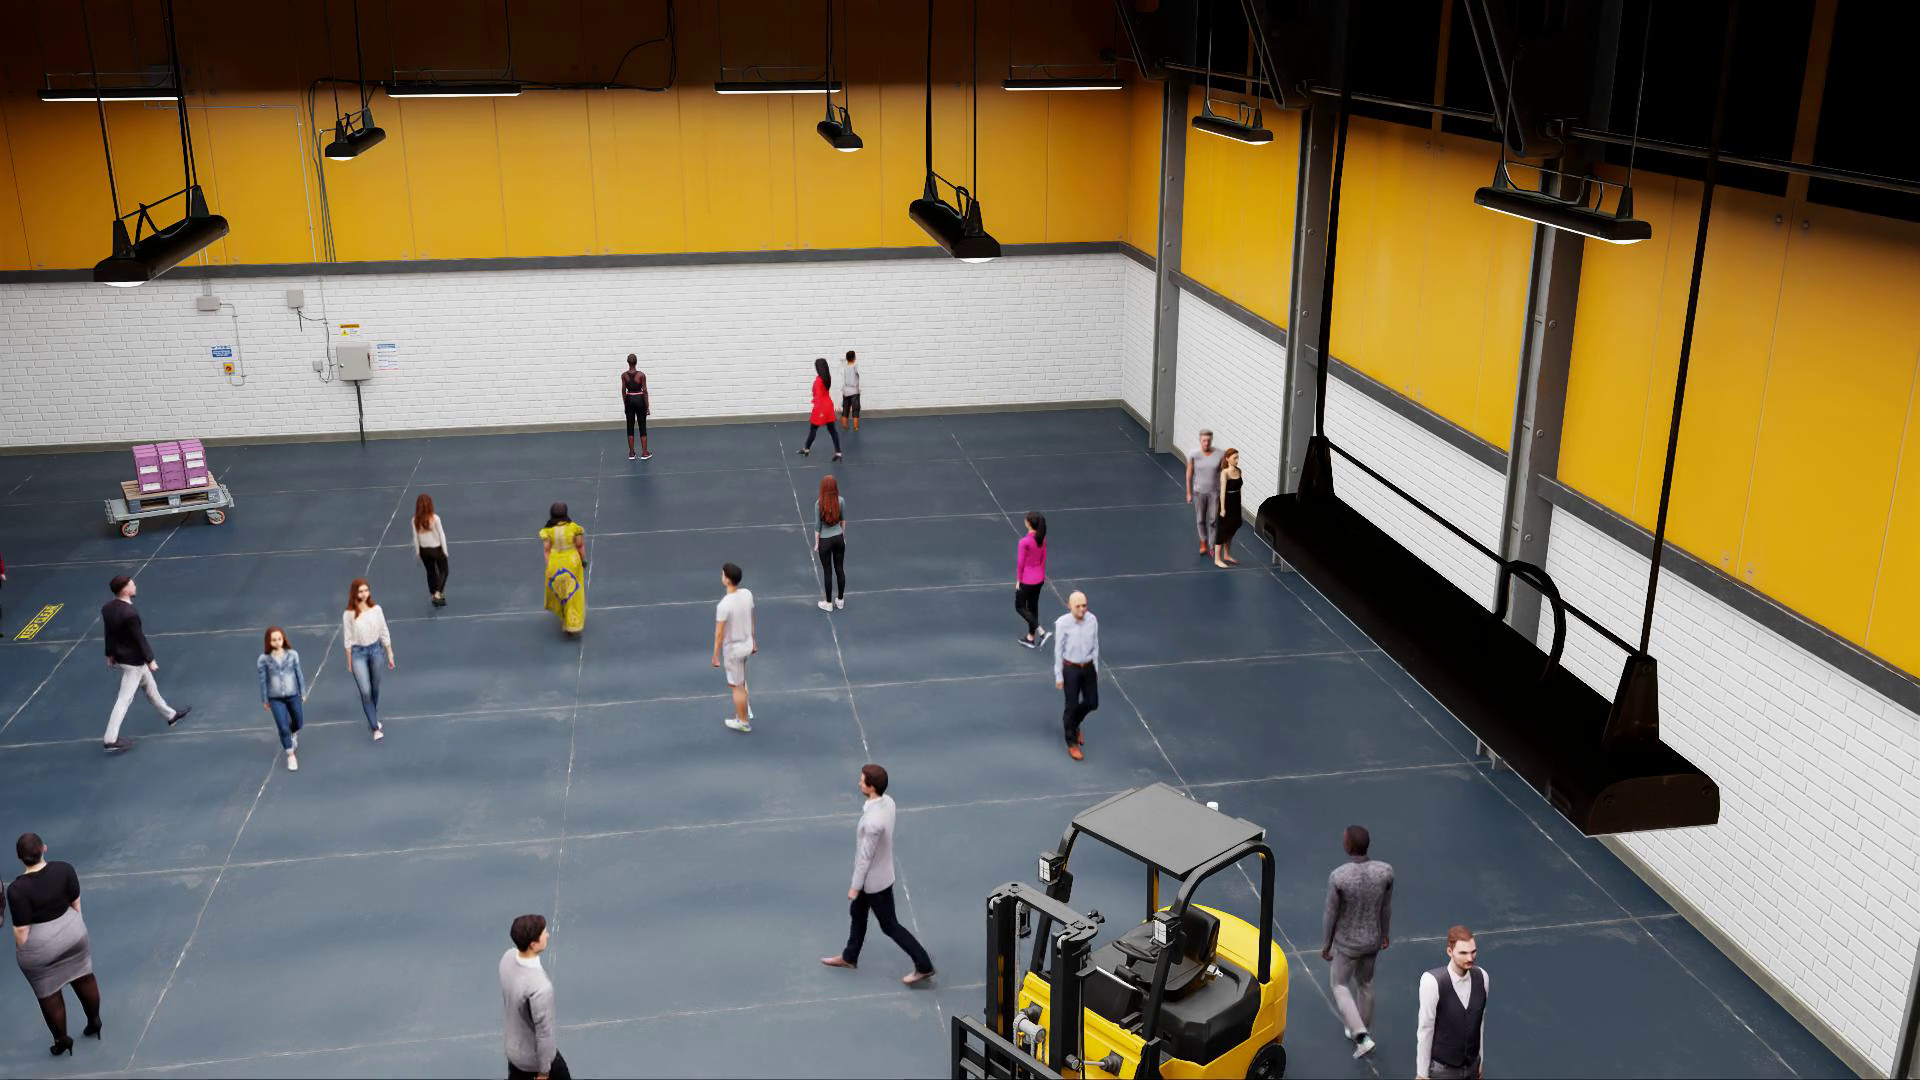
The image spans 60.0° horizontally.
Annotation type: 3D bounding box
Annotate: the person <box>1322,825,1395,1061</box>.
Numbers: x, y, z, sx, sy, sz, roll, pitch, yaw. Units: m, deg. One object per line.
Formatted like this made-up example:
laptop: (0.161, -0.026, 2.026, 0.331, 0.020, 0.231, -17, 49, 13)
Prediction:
person: (2.885, 2.947, 11.980, 0.745, 1.816, 0.833, -3, 19, -10)

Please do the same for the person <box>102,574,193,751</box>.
person: (-8.550, 1.285, 16.965, 1.241, 1.784, 1.285, 13, 23, 35)

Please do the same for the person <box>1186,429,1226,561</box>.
person: (3.372, -0.673, 22.757, 0.859, 1.798, 0.942, 2, 19, 7)

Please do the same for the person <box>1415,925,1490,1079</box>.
person: (3.132, 3.328, 10.656, 0.694, 1.939, 0.606, -6, 20, -18)

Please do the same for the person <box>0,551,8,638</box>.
person: (-11.562, 0.448, 19.671, 0.583, 1.643, 0.675, -4, 19, -11)

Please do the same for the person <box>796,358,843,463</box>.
person: (-2.139, -2.077, 27.074, 1.046, 1.703, 1.070, 9, 21, 25)

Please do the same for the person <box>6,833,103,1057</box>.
person: (-6.597, 2.933, 12.113, 0.835, 1.757, 0.770, 12, 22, 31)

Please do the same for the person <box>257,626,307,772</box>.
person: (-6.790, 1.551, 16.678, 0.722, 1.464, 0.867, -10, 21, -28)

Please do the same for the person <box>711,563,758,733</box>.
person: (-2.250, 1.140, 17.297, 0.890, 1.846, 0.810, 10, 21, 28)

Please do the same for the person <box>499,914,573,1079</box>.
person: (-2.854, 3.325, 10.753, 1.219, 1.883, 1.193, 18, 25, 42)

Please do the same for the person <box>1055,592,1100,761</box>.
person: (1.157, 1.324, 16.857, 0.738, 1.778, 0.789, -7, 20, -21)

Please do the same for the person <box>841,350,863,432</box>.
person: (-1.915, -2.666, 29.222, 0.644, 1.449, 0.656, 8, 20, 21)

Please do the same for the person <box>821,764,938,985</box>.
person: (-0.568, 2.630, 12.915, 0.950, 1.819, 1.198, 2, 19, 5)

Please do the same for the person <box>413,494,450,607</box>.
person: (-6.621, 0.155, 20.798, 0.684, 1.478, 0.738, 2, 19, 6)

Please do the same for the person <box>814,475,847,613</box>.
person: (-1.608, 0.033, 20.745, 0.644, 1.743, 0.643, -10, 21, -27)

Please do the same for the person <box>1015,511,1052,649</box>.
person: (0.886, 0.500, 19.441, 0.820, 1.692, 0.925, -16, 25, -40)

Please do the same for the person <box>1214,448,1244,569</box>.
person: (3.624, -0.454, 22.379, 0.681, 1.625, 0.718, -17, 25, -40)

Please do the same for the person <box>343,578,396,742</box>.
person: (-6.206, 1.202, 17.341, 0.885, 1.702, 1.076, -14, 23, -36)

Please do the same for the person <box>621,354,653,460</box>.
person: (-5.346, -2.204, 27.364, 0.637, 1.758, 0.594, 1, 19, 2)

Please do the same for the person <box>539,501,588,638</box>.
person: (-4.733, 0.385, 19.921, 0.734, 1.602, 1.195, -3, 19, -10)
